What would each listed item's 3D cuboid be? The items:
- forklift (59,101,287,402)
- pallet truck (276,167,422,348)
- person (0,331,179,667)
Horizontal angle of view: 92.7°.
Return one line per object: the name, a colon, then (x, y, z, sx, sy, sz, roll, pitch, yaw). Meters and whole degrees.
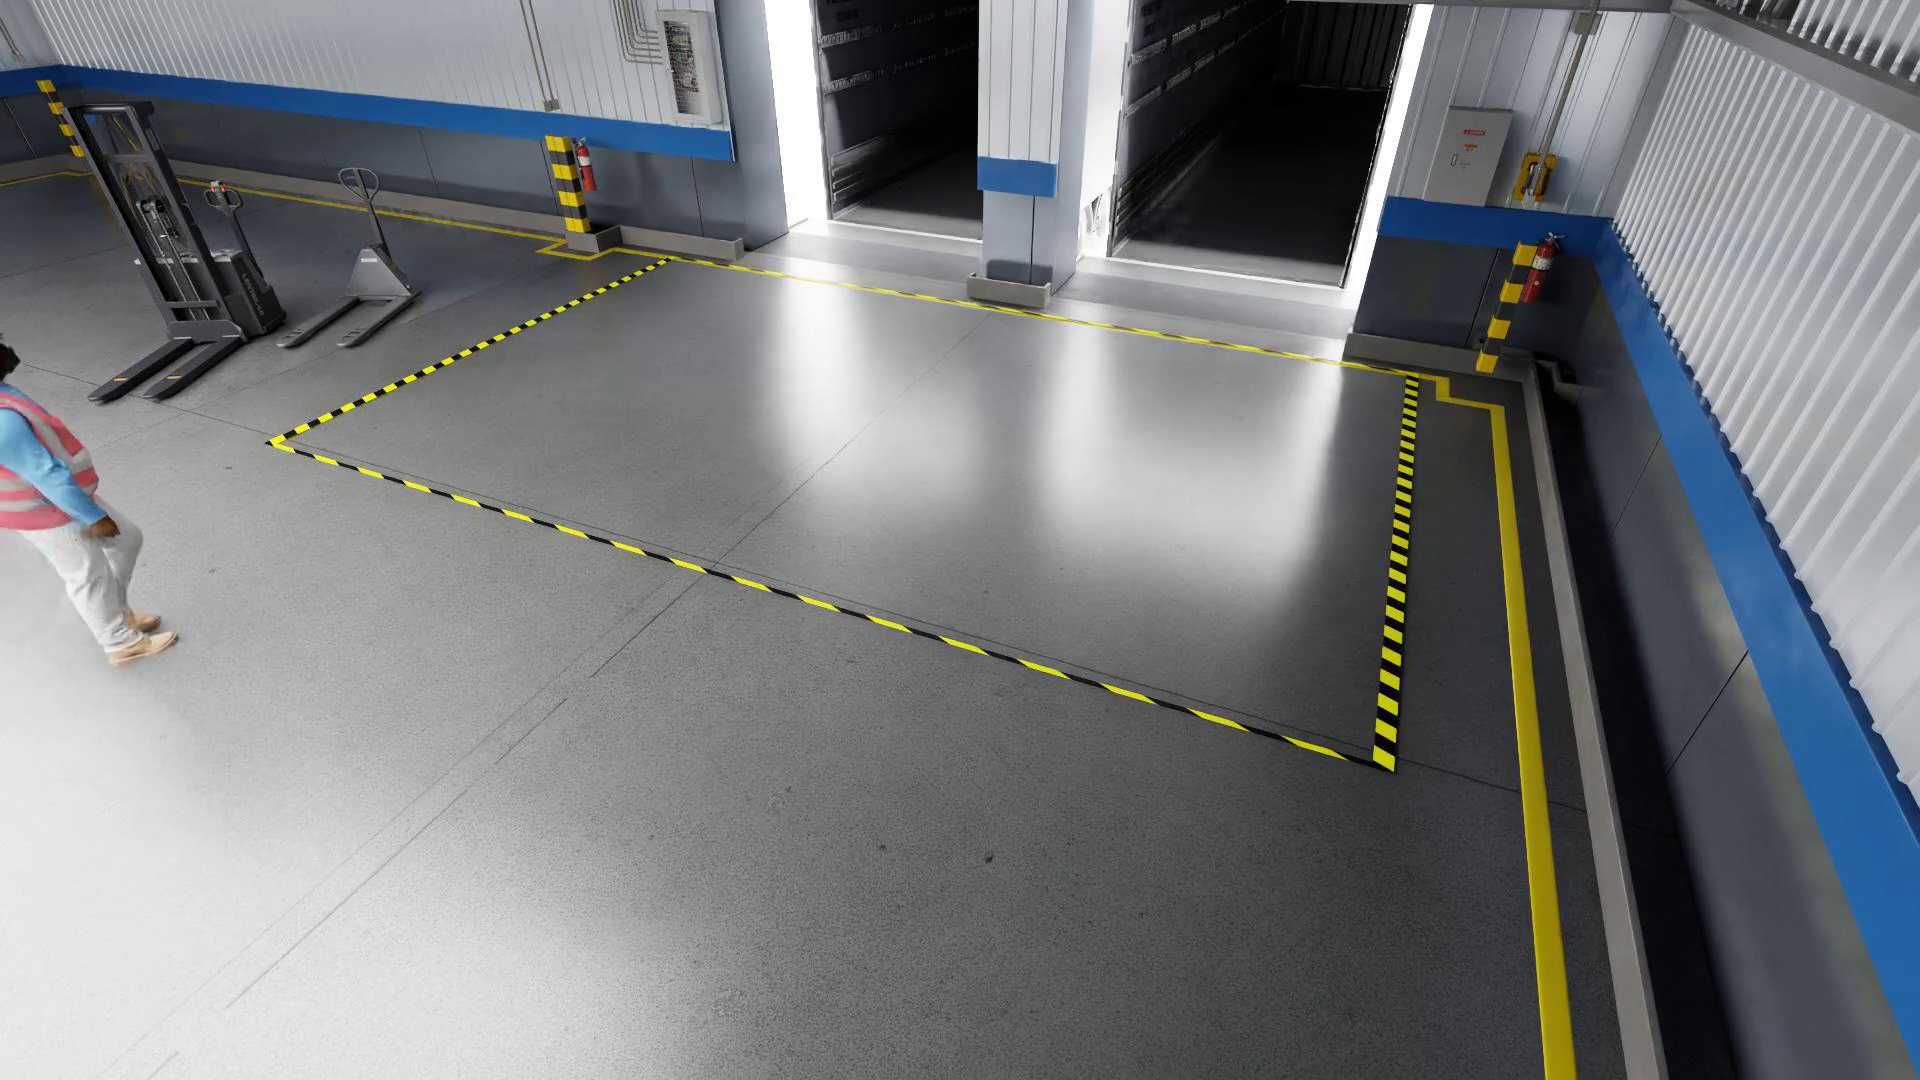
forklift: (-6.686, -2.387, 7.434, 0.823, 1.965, 1.885, -3, 35, -5)
pallet truck: (-5.732, -2.611, 8.414, 0.680, 1.201, 1.601, -1, 35, -1)
person: (-4.362, -0.174, 4.421, 0.438, 1.831, 0.636, -29, 44, -35)
